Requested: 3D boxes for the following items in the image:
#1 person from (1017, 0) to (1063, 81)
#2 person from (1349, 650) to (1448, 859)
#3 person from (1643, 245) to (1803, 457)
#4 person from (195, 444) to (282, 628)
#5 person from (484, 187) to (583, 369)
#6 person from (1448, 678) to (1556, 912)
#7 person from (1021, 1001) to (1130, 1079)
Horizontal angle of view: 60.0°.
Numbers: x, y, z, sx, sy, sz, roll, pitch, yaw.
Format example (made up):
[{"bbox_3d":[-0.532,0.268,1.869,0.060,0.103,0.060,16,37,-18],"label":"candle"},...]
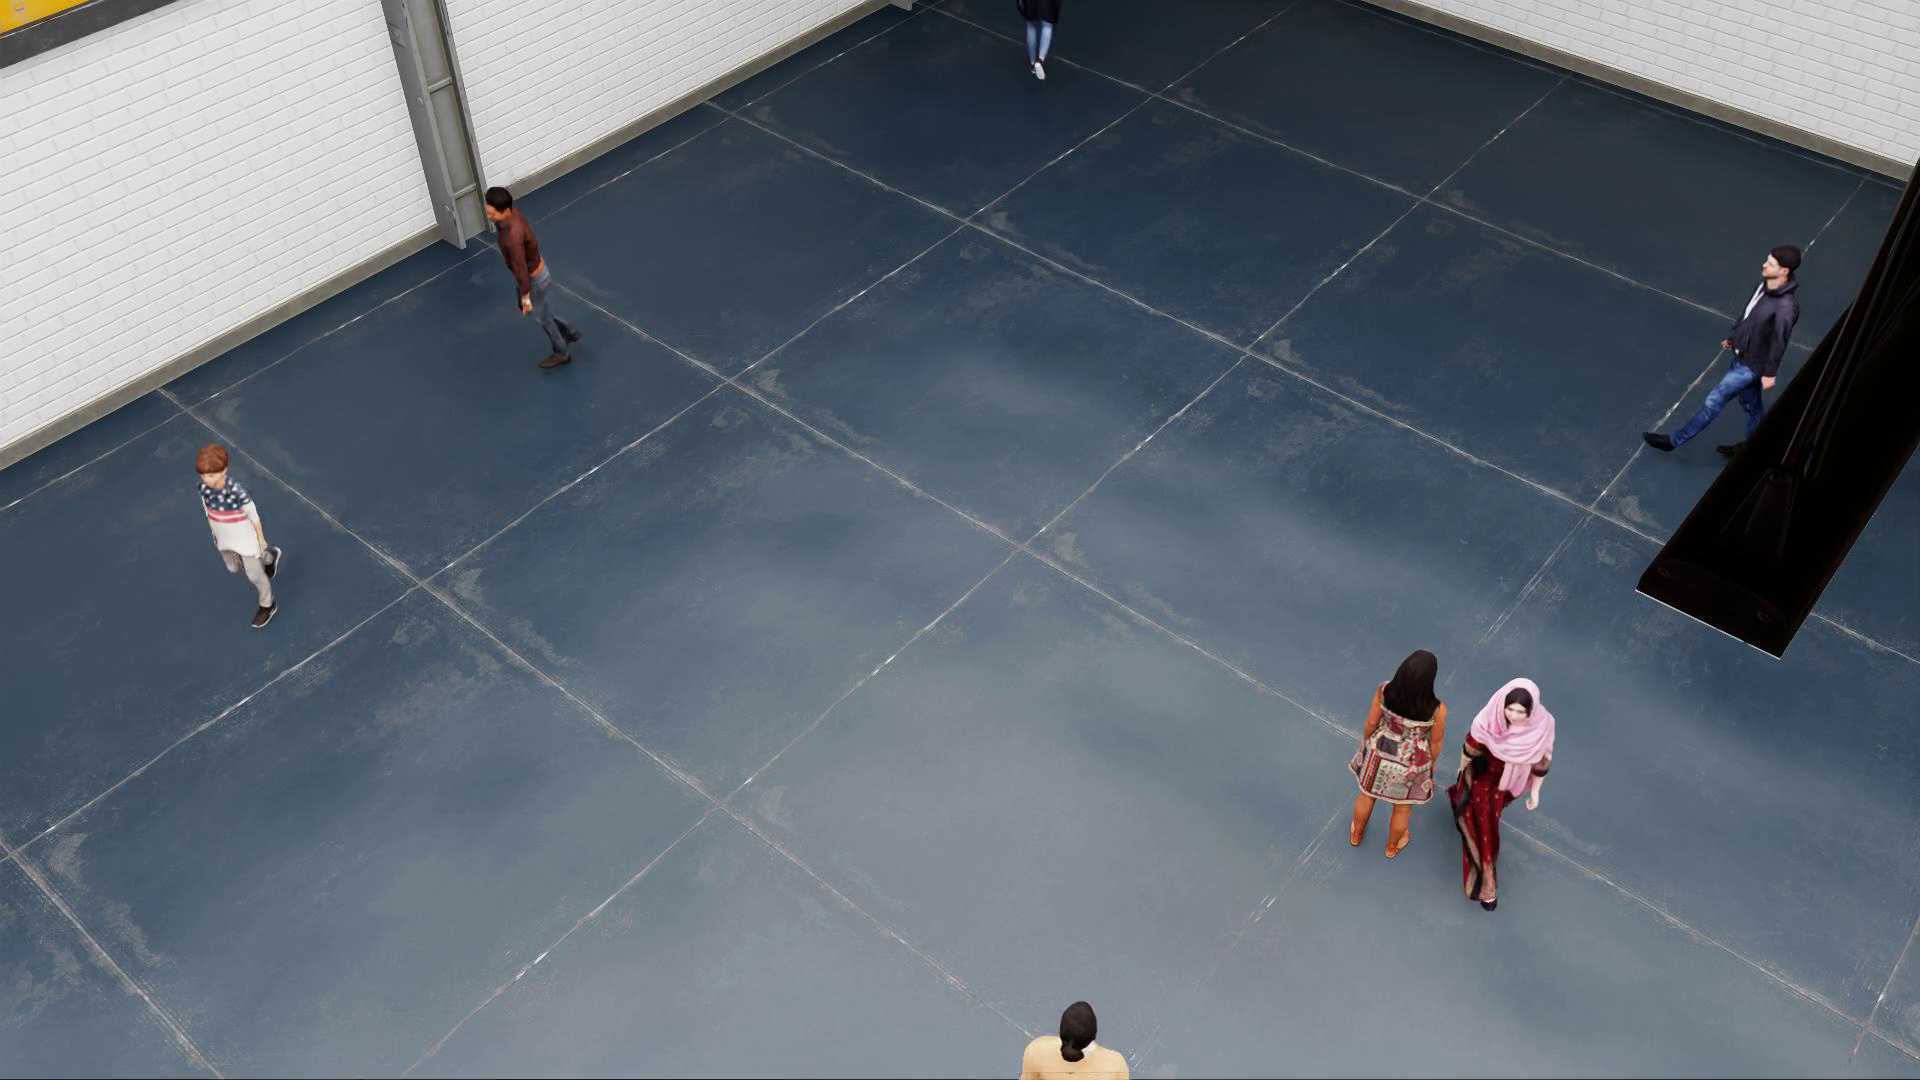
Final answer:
[{"bbox_3d":[0.773,-5.299,16.351,0.887,1.671,0.992,3,44,3],"label":"person"},{"bbox_3d":[2.501,1.226,9.521,0.695,1.645,0.606,20,47,20],"label":"person"},{"bbox_3d":[5.827,-1.296,12.021,1.113,1.848,1.183,7,44,7],"label":"person"},{"bbox_3d":[-4.784,-0.092,11.063,0.718,1.427,0.870,10,45,10],"label":"person"},{"bbox_3d":[-3.276,-2.044,12.885,0.930,1.739,0.870,-9,44,-10],"label":"person"},{"bbox_3d":[3.066,1.277,9.502,1.063,1.597,1.143,-1,44,-1],"label":"person"},{"bbox_3d":[0.513,2.785,7.822,1.017,1.732,1.269,10,45,11],"label":"person"}]
